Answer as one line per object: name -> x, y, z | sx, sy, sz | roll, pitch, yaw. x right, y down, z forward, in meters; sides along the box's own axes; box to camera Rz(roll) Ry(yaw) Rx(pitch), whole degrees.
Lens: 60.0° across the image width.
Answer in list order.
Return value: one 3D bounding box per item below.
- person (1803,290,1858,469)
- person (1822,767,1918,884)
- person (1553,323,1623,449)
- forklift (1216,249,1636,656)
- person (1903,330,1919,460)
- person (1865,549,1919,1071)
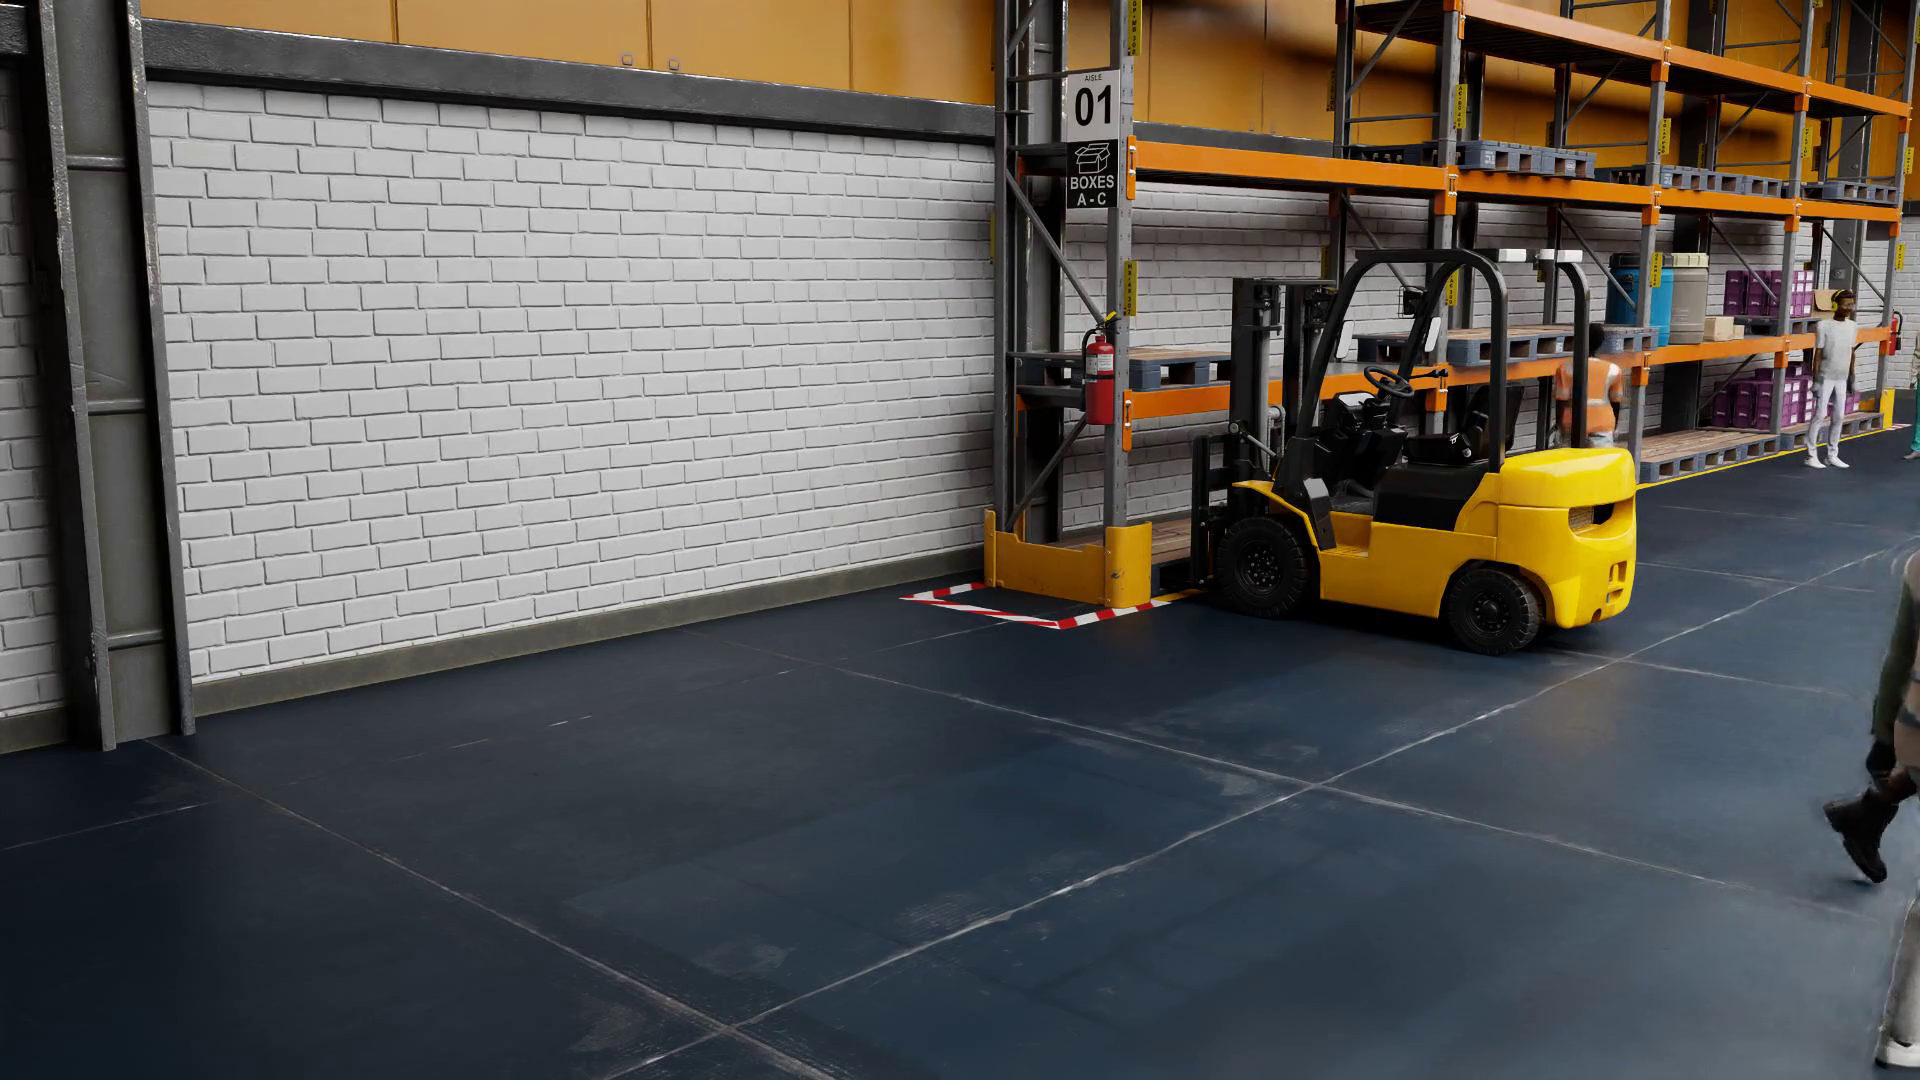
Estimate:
person -> 9.083, -1.665, 17.293 | 0.512, 1.860, 0.321 | -2, 10, -13
person -> 3.307, 0.279, 5.260 | 0.887, 1.905, 0.550 | 5, 11, 29
person -> 4.932, -0.881, 13.121 | 0.537, 1.634, 0.903 | 2, 9, 10
forklift -> 2.710, -0.584, 9.626 | 2.313, 2.155, 1.214 | 9, 13, 43
person -> 10.510, -1.722, 17.906 | 0.322, 1.769, 0.523 | -8, 12, -39
person -> 2.617, 0.579, 4.250 | 0.544, 1.619, 0.512 | -1, 9, -8
